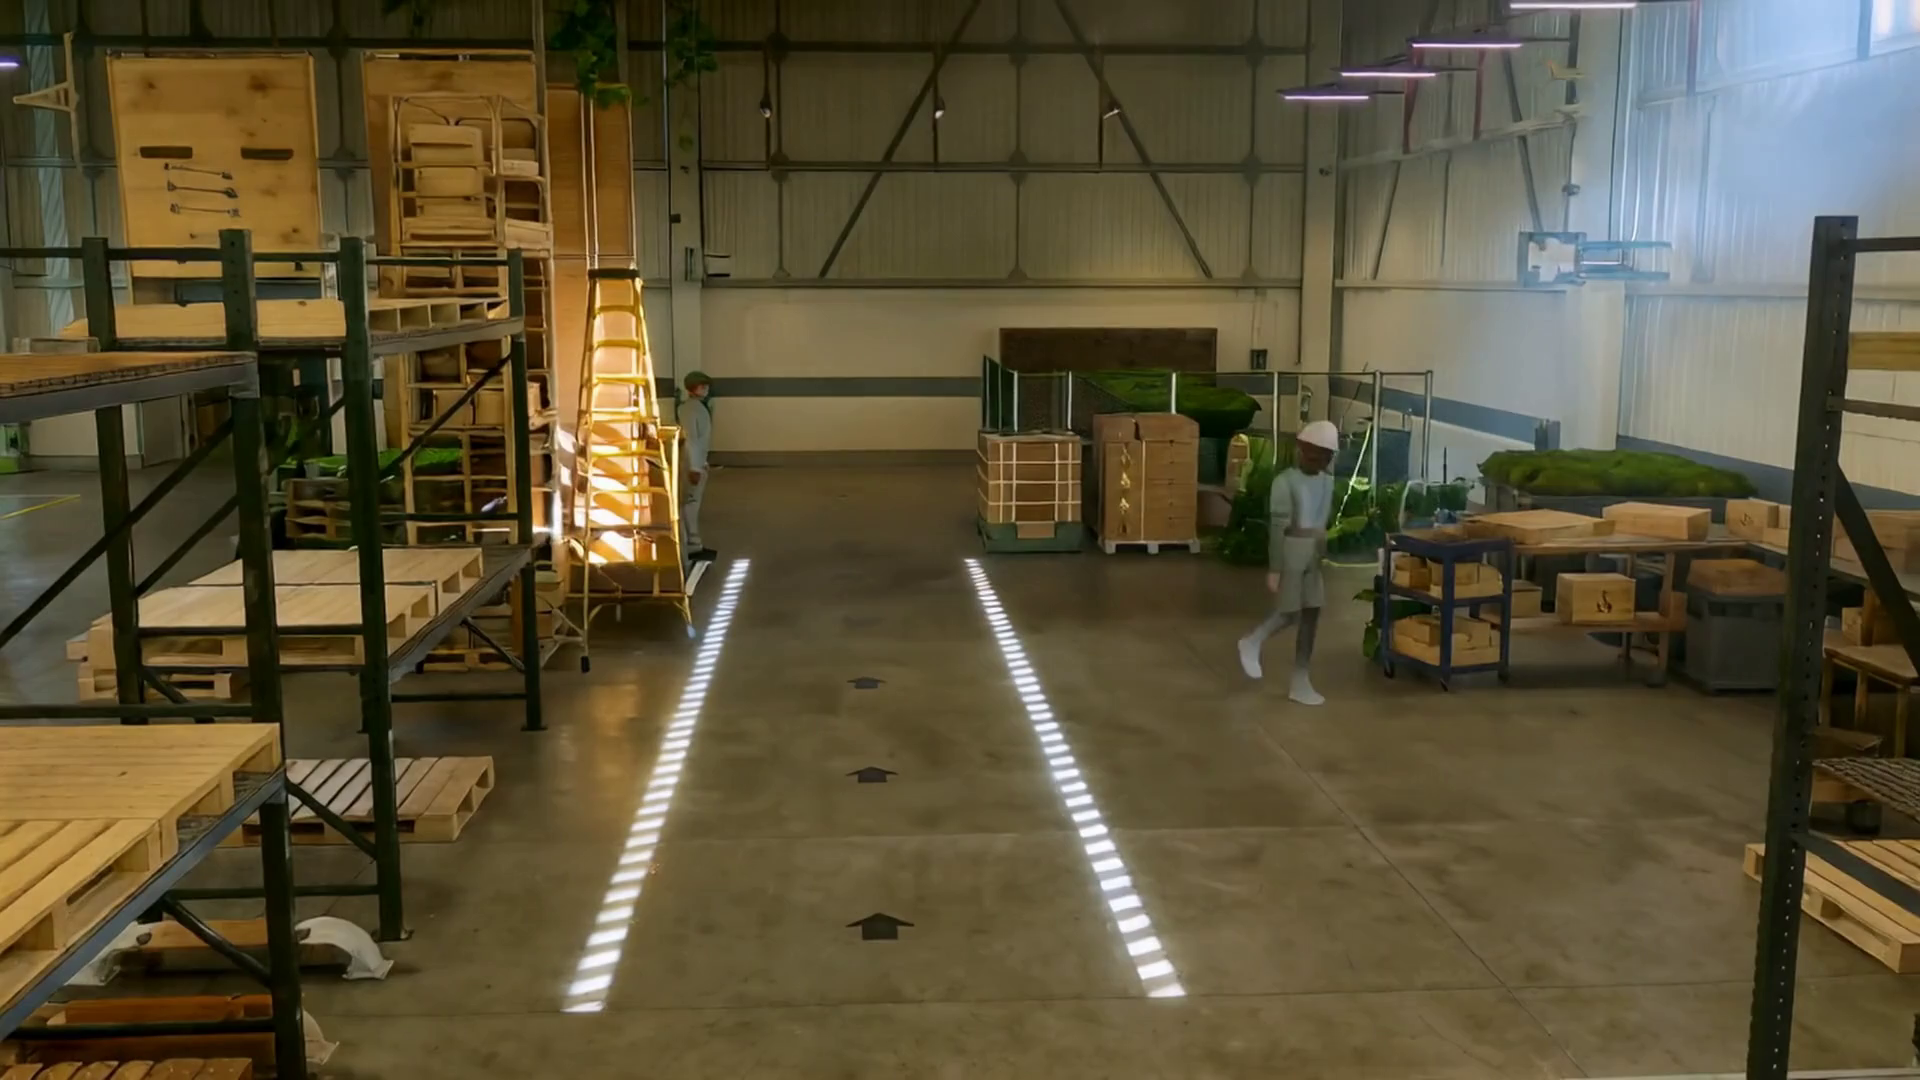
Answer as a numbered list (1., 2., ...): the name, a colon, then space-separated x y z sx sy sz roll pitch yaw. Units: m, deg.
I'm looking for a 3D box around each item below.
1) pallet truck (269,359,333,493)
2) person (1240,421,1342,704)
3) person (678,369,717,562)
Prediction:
1. pallet truck: -7.062 -1.131 18.996 1.885 1.965 0.823 2 9 13
2. person: 2.249 0.133 11.347 0.585 1.907 0.728 -6 11 -32
3. person: -2.662 -0.755 16.820 0.372 1.940 0.630 -1 9 -4
